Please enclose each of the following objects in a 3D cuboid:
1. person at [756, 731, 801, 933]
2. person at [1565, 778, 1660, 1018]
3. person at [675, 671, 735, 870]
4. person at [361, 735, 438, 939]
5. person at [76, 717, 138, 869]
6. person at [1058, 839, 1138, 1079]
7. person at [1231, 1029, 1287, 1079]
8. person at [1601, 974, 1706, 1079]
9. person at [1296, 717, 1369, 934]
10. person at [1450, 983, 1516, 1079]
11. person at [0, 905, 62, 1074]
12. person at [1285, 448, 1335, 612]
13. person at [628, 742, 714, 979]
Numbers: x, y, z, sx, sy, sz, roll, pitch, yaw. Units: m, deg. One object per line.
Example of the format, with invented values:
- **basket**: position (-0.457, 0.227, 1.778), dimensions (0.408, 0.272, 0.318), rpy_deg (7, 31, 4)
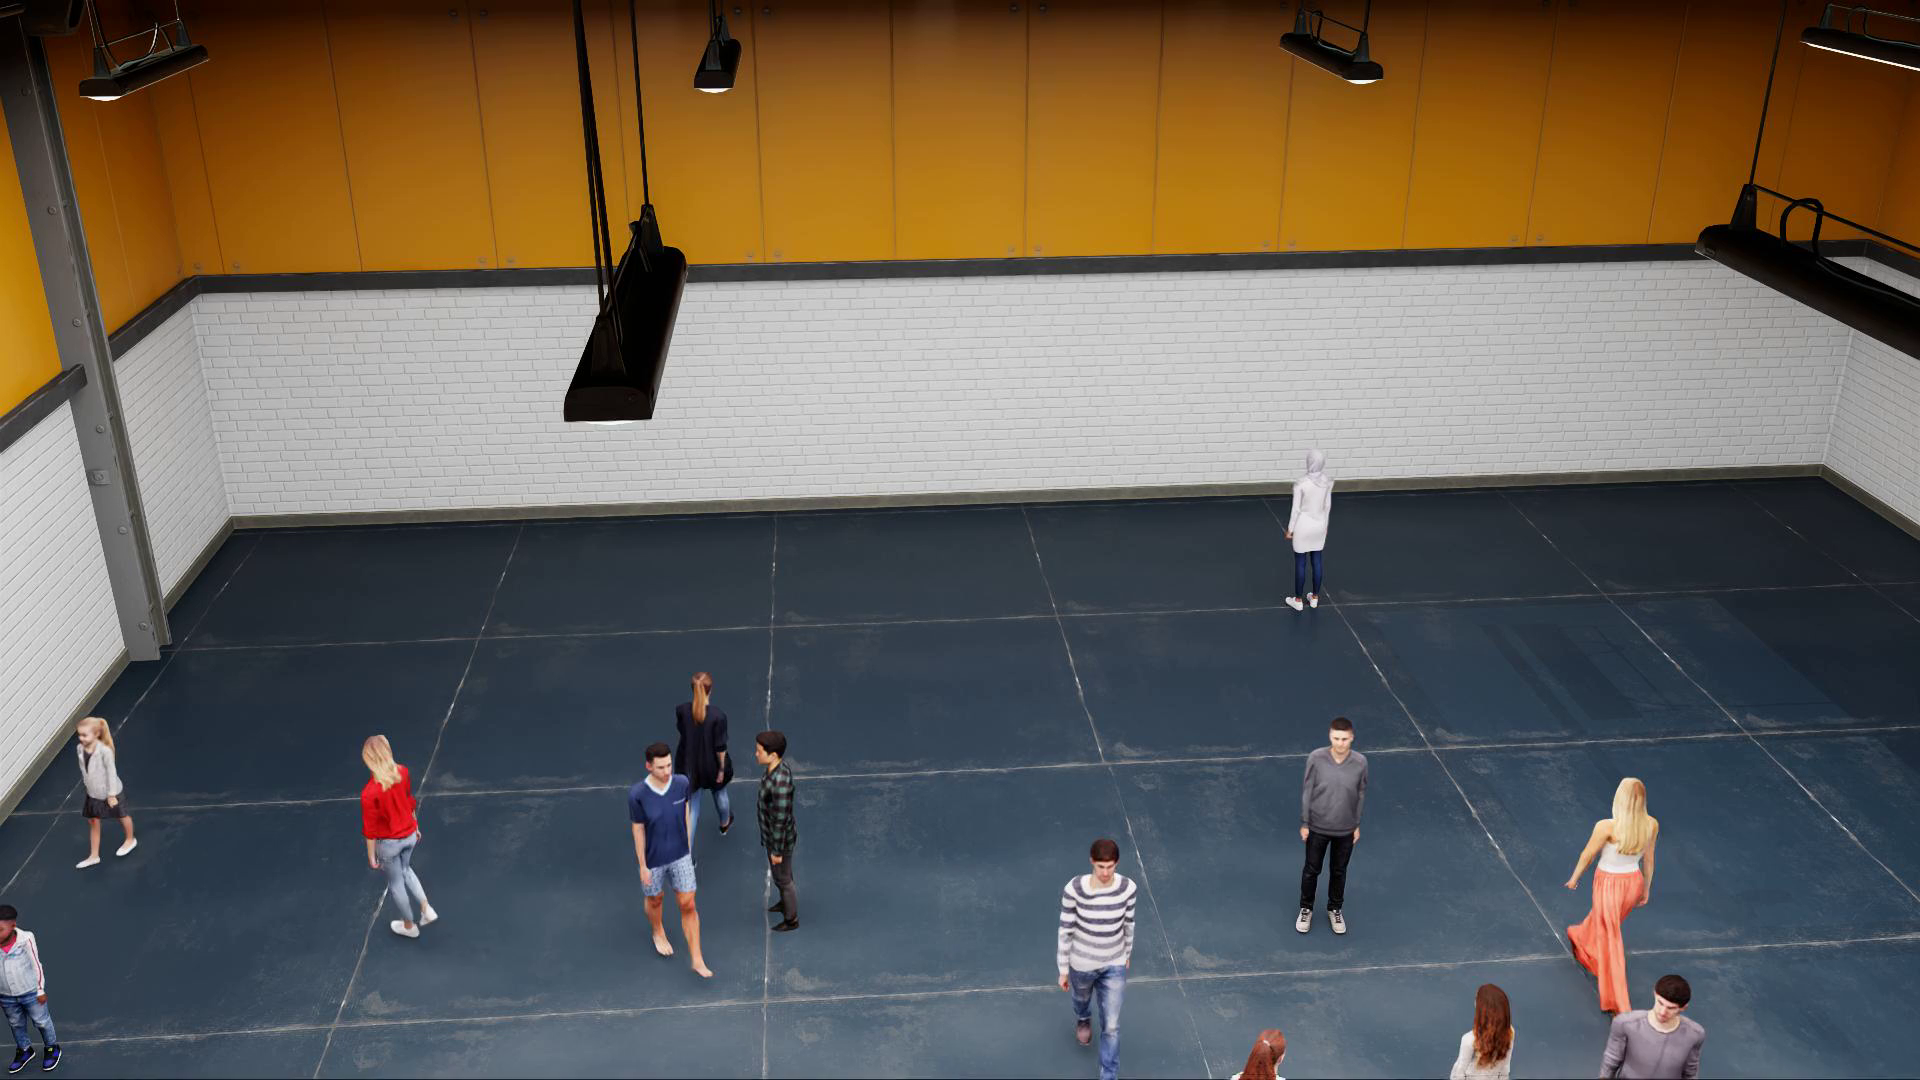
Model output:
- **person**: position (-1.365, 2.173, 12.447), dimensions (0.731, 1.708, 0.516), rpy_deg (-5, 24, -12)
- **person**: position (4.562, 2.511, 11.468), dimensions (0.685, 1.761, 1.208), rpy_deg (-4, 24, -9)
- **person**: position (-2.070, 1.852, 13.127), dimensions (0.856, 1.640, 1.218), rpy_deg (5, 24, 11)
- **person**: position (-4.076, 2.229, 12.206), dimensions (0.837, 1.686, 0.766), rpy_deg (11, 26, 24)
- **person**: position (-6.826, 1.965, 13.342), dimensions (0.668, 1.260, 0.823), rpy_deg (6, 24, 14)
- **person**: position (0.882, 2.715, 10.957), dimensions (0.749, 1.797, 1.240), rpy_deg (0, 24, 1)
- **person**: position (1.635, 3.514, 9.230), dimensions (0.839, 1.717, 0.925), rpy_deg (16, 28, 32)
- **person**: position (3.955, 3.265, 9.631), dimensions (0.722, 1.851, 0.632), rpy_deg (4, 24, 9)
- **person**: position (2.765, 2.110, 12.386), dimensions (0.653, 1.761, 0.592), rpy_deg (2, 24, 5)
- **person**: position (3.128, 3.346, 9.928), dimensions (0.781, 1.464, 1.001), rpy_deg (-12, 26, -26)
- **person**: position (-6.253, 2.960, 11.066), dimensions (0.472, 1.260, 0.476), rpy_deg (-2, 24, -4)
- **person**: position (3.672, -0.114, 17.455), dimensions (0.645, 1.775, 0.577), rpy_deg (-6, 24, -13)
- **person**: position (-2.185, 2.233, 12.036), dimensions (0.853, 1.816, 1.103), rpy_deg (-11, 26, -23)
